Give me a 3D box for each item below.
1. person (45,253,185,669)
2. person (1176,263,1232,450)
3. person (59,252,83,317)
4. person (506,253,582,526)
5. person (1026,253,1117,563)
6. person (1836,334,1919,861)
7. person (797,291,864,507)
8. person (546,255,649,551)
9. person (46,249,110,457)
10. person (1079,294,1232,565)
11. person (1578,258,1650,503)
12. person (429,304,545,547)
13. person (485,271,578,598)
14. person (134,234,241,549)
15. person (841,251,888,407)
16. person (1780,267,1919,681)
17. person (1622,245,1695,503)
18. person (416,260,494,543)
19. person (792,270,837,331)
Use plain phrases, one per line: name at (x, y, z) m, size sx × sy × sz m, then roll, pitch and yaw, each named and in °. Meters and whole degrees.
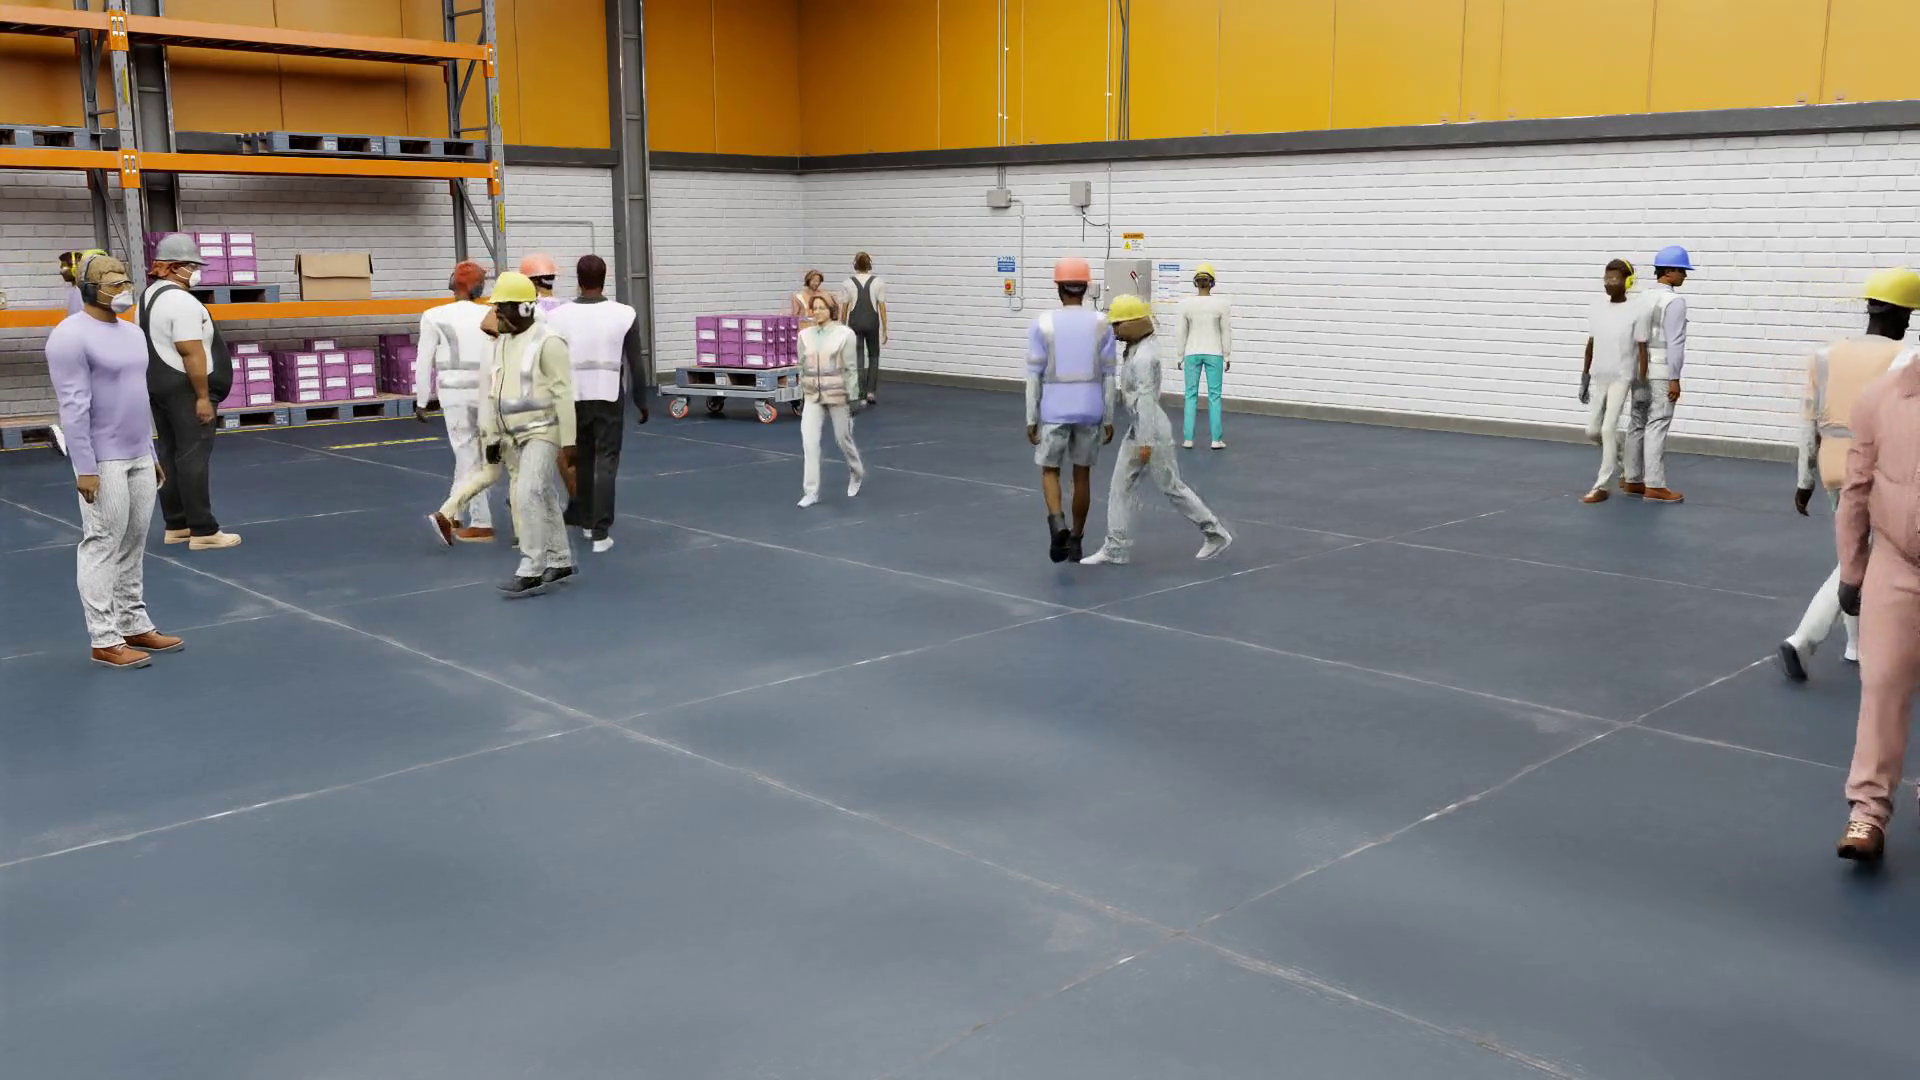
person at (-3.987, -0.373, 7.858) m, size 0.372 × 1.940 × 0.632 m, roll 1°, pitch 10°, yaw 3°
person at (2.311, -1.733, 15.764) m, size 0.522 × 1.762 × 0.328 m, roll 3°, pitch 11°, yaw 15°
person at (-8.241, -1.764, 15.649) m, size 0.312 × 1.863 × 0.538 m, roll -9°, pitch 14°, yaw -42°
person at (-2.984, -1.052, 11.696) m, size 0.925 × 1.892 × 0.549 m, roll 5°, pitch 11°, yaw 24°
person at (0.680, -0.778, 10.126) m, size 0.552 × 1.919 × 0.662 m, roll 0°, pitch 10°, yaw -3°
person at (3.155, 0.123, 5.335) m, size 0.668 × 1.860 × 0.946 m, roll 7°, pitch 12°, yaw 33°
person at (-0.980, -1.084, 12.623) m, size 0.524 × 1.606 × 0.797 m, roll 4°, pitch 11°, yaw 22°
person at (-2.356, -0.910, 10.922) m, size 0.604 × 1.885 × 0.863 m, roll 0°, pitch 10°, yaw 0°
person at (-7.806, -1.651, 14.934) m, size 0.745 × 1.902 × 0.609 m, roll -9°, pitch 14°, yaw -40°
person at (1.234, -0.663, 10.177) m, size 0.903 × 1.682 × 0.500 m, roll -2°, pitch 11°, yaw -8°
person at (5.011, -1.218, 12.700) m, size 0.692 × 1.855 × 0.529 m, roll -6°, pitch 12°, yaw -31°
person at (-3.031, -0.722, 10.659) m, size 0.729 × 1.602 × 0.543 m, roll -6°, pitch 12°, yaw -29°
person at (-2.467, -0.588, 9.361) m, size 0.637 × 1.814 × 0.721 m, roll 10°, pitch 14°, yaw 42°
person at (-5.017, -0.970, 10.832) m, size 0.678 × 2.000 × 0.536 m, roll 10°, pitch 14°, yaw 42°
person at (-1.135, -2.499, 19.745) m, size 0.548 × 1.826 × 0.591 m, roll 0°, pitch 10°, yaw -2°
person at (4.099, -0.295, 7.605) m, size 0.914 × 1.892 × 0.602 m, roll -6°, pitch 12°, yaw -28°
person at (5.324, -1.263, 12.694) m, size 0.403 × 1.944 × 0.605 m, roll -1°, pitch 10°, yaw -7°
person at (-3.344, -0.925, 11.097) m, size 0.781 × 1.851 × 0.557 m, roll 10°, pitch 14°, yaw 42°
person at (-1.713, -2.397, 19.819) m, size 0.506 × 1.604 × 0.773 m, roll -4°, pitch 11°, yaw -21°
